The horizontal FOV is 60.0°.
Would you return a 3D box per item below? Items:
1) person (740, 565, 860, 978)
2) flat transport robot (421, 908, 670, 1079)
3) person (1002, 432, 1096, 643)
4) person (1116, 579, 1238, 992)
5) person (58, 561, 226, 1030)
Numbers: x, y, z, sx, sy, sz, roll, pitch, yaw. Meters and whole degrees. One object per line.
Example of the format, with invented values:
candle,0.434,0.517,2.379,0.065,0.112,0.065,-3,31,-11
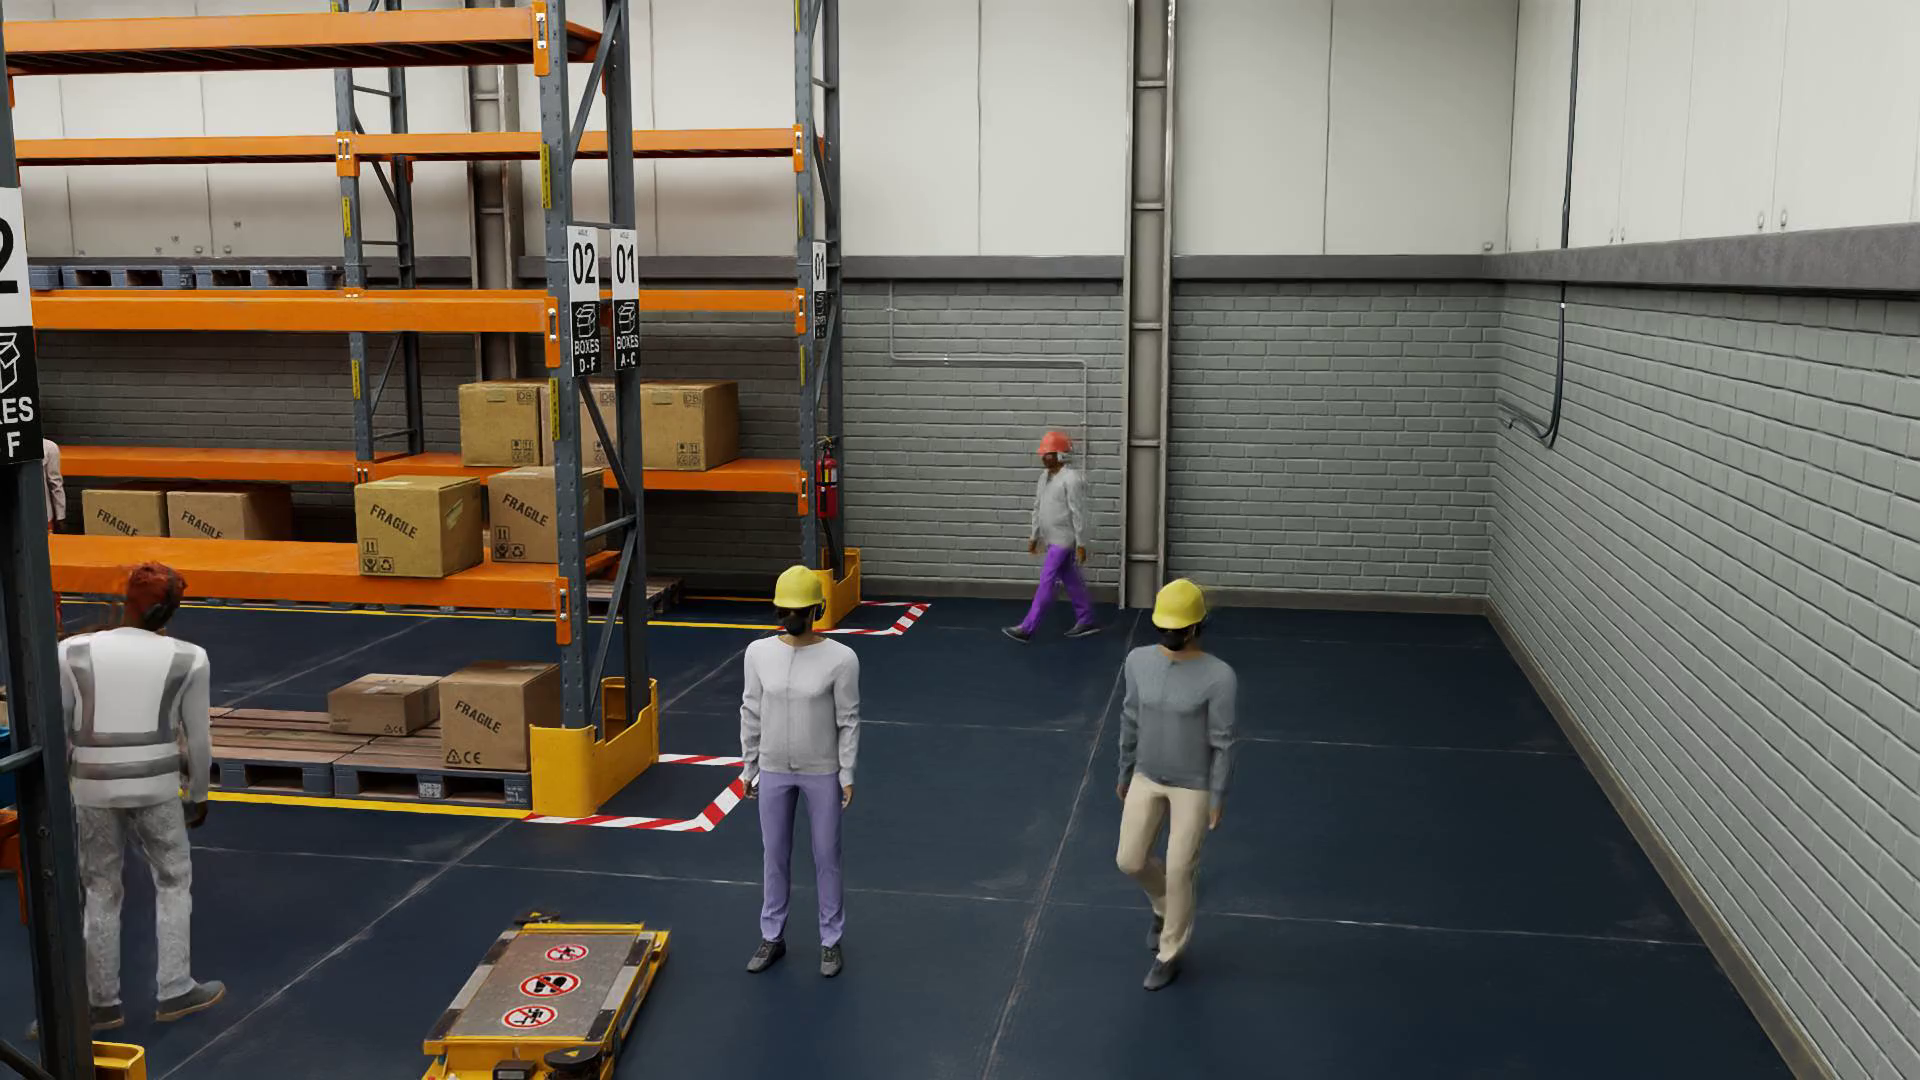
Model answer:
person,-0.682,0.977,7.065,0.522,1.771,0.306,2,9,10
flat transport robot,-1.601,1.806,6.555,0.652,0.197,1.431,0,9,1
person,0.741,-0.024,13.452,0.912,1.702,0.588,-4,10,-24
person,0.895,1.007,6.923,0.542,1.743,0.434,6,11,32
person,-3.329,1.018,6.573,0.720,1.861,0.348,-4,10,-26
